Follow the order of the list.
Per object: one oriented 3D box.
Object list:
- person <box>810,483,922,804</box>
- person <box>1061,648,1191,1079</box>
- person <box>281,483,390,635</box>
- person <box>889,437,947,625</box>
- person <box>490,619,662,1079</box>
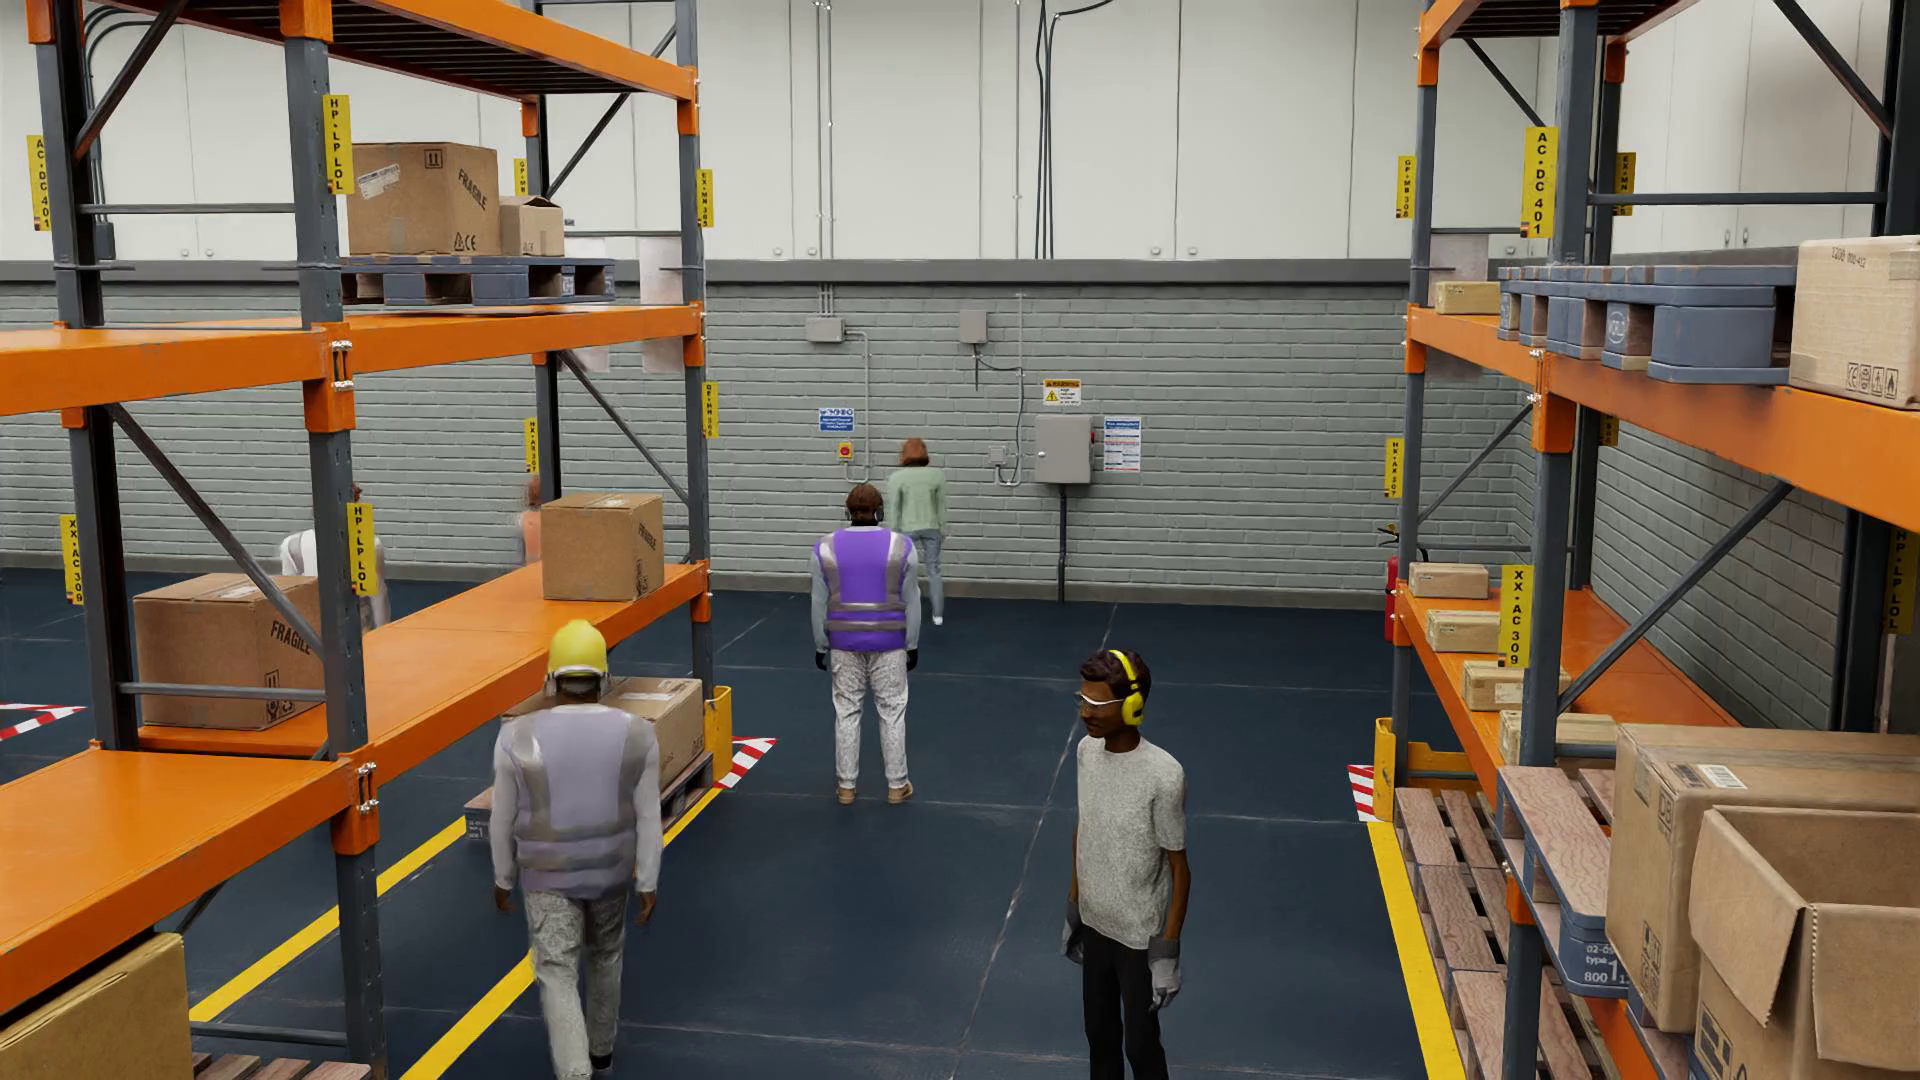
[{"bbox_3d":[-0.528,0.594,9.467,0.623,1.837,0.430,1,9,4],"label":"person"},{"bbox_3d":[0.510,1.254,5.306,0.309,1.864,0.535,-6,11,-34],"label":"person"},{"bbox_3d":[-3.563,0.573,9.515,0.585,1.866,0.440,0,9,0],"label":"person"},{"bbox_3d":[-0.372,-0.074,14.286,0.559,1.614,0.380,-2,9,-12],"label":"person"},{"bbox_3d":[-1.355,1.185,5.942,0.589,1.800,0.856,-4,10,-23],"label":"person"}]
